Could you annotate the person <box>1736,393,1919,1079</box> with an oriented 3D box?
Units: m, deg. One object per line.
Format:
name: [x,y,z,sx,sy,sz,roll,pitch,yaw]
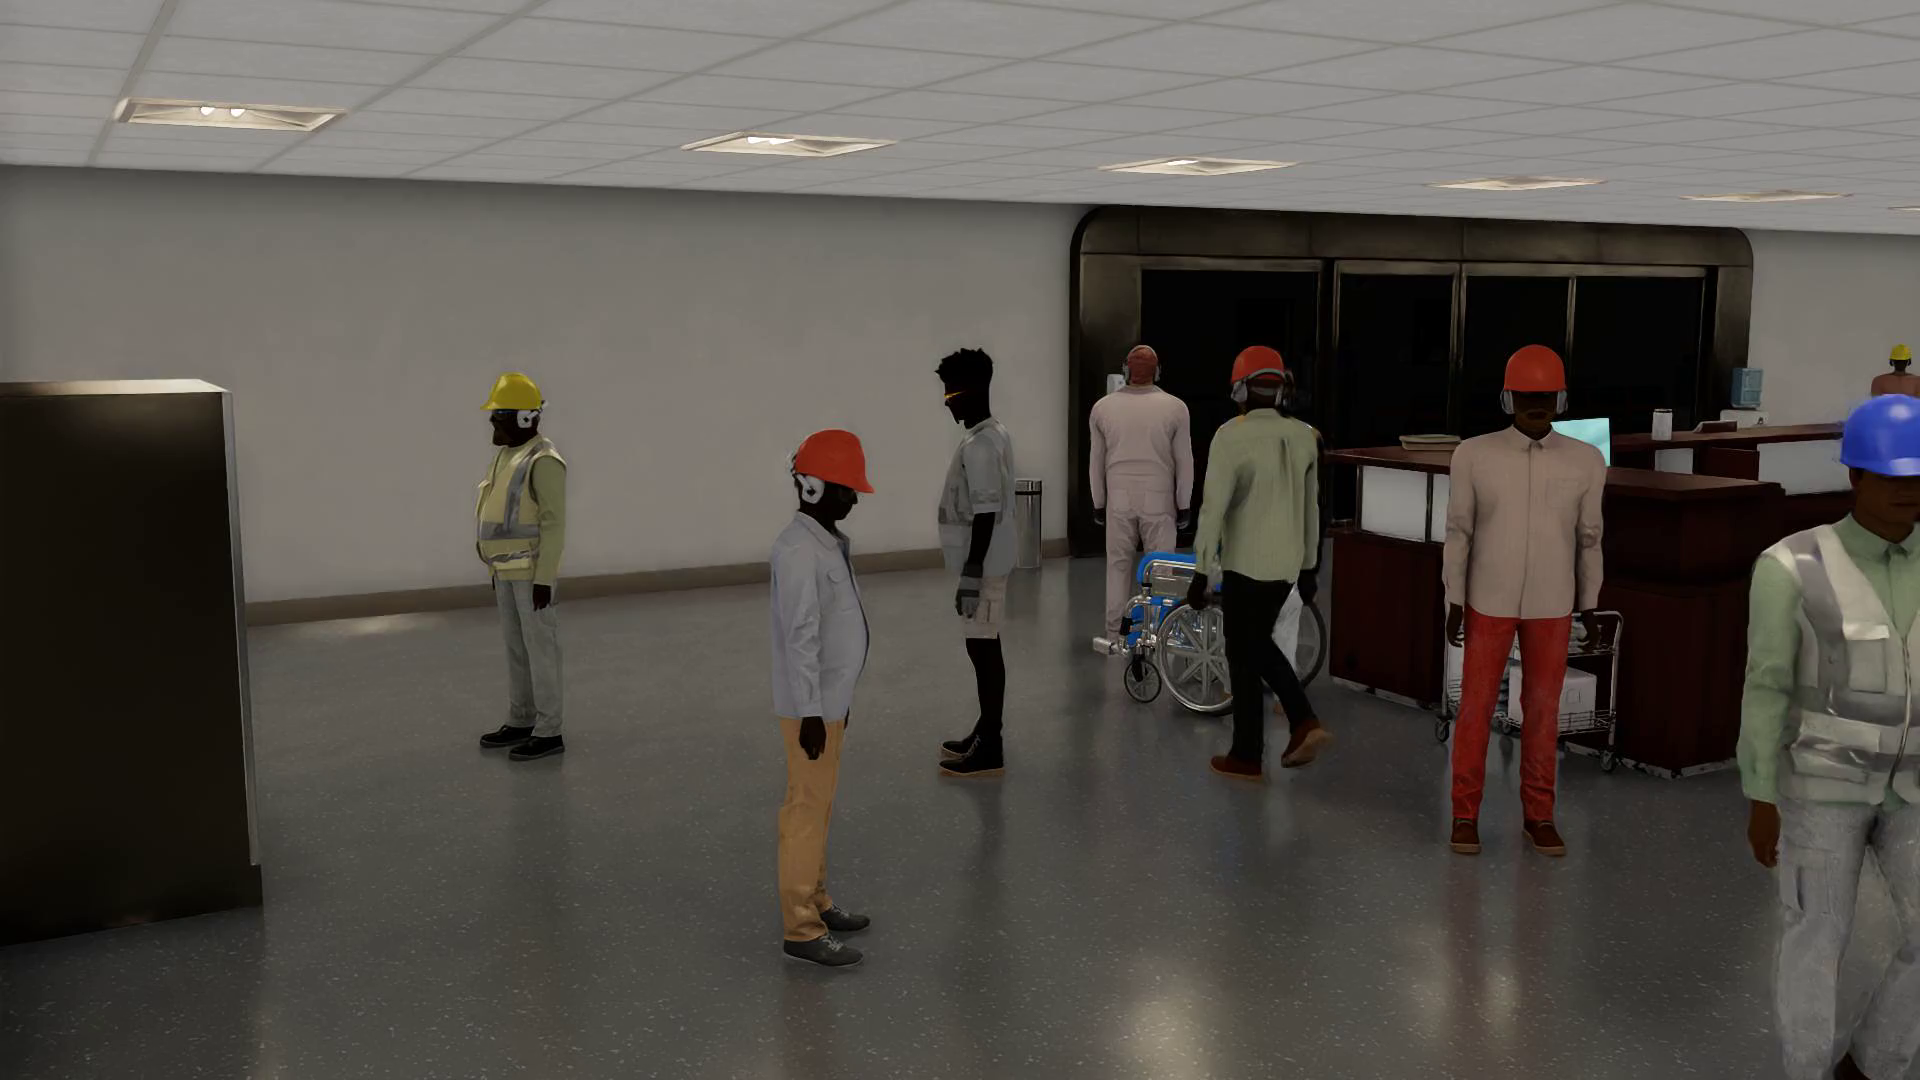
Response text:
person: [2.232,0.604,4.097,0.639,1.926,0.464,0,8,3]

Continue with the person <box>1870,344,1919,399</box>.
person: [10.035,-1.212,17.838,0.533,1.768,0.310,2,8,16]

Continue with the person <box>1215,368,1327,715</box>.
person: [1.634,0.009,8.779,0.628,1.837,0.430,5,9,32]

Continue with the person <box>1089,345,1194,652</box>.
person: [1.137,-0.254,10.379,0.651,1.913,0.409,2,8,17]

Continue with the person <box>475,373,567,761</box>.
person: [-2.092,0.124,7.929,0.404,1.833,0.590,-6,10,-39]

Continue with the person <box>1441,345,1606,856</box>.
person: [2.193,0.241,6.494,0.610,1.996,0.384,1,8,7]

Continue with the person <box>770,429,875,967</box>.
person: [-0.443,0.505,5.488,0.339,1.741,0.563,0,8,3]

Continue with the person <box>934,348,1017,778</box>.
person: [0.073,0.103,7.622,0.375,1.959,0.603,1,8,4]

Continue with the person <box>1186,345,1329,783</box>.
person: [1.345,0.117,7.464,0.629,1.972,0.491,-6,10,-39]
